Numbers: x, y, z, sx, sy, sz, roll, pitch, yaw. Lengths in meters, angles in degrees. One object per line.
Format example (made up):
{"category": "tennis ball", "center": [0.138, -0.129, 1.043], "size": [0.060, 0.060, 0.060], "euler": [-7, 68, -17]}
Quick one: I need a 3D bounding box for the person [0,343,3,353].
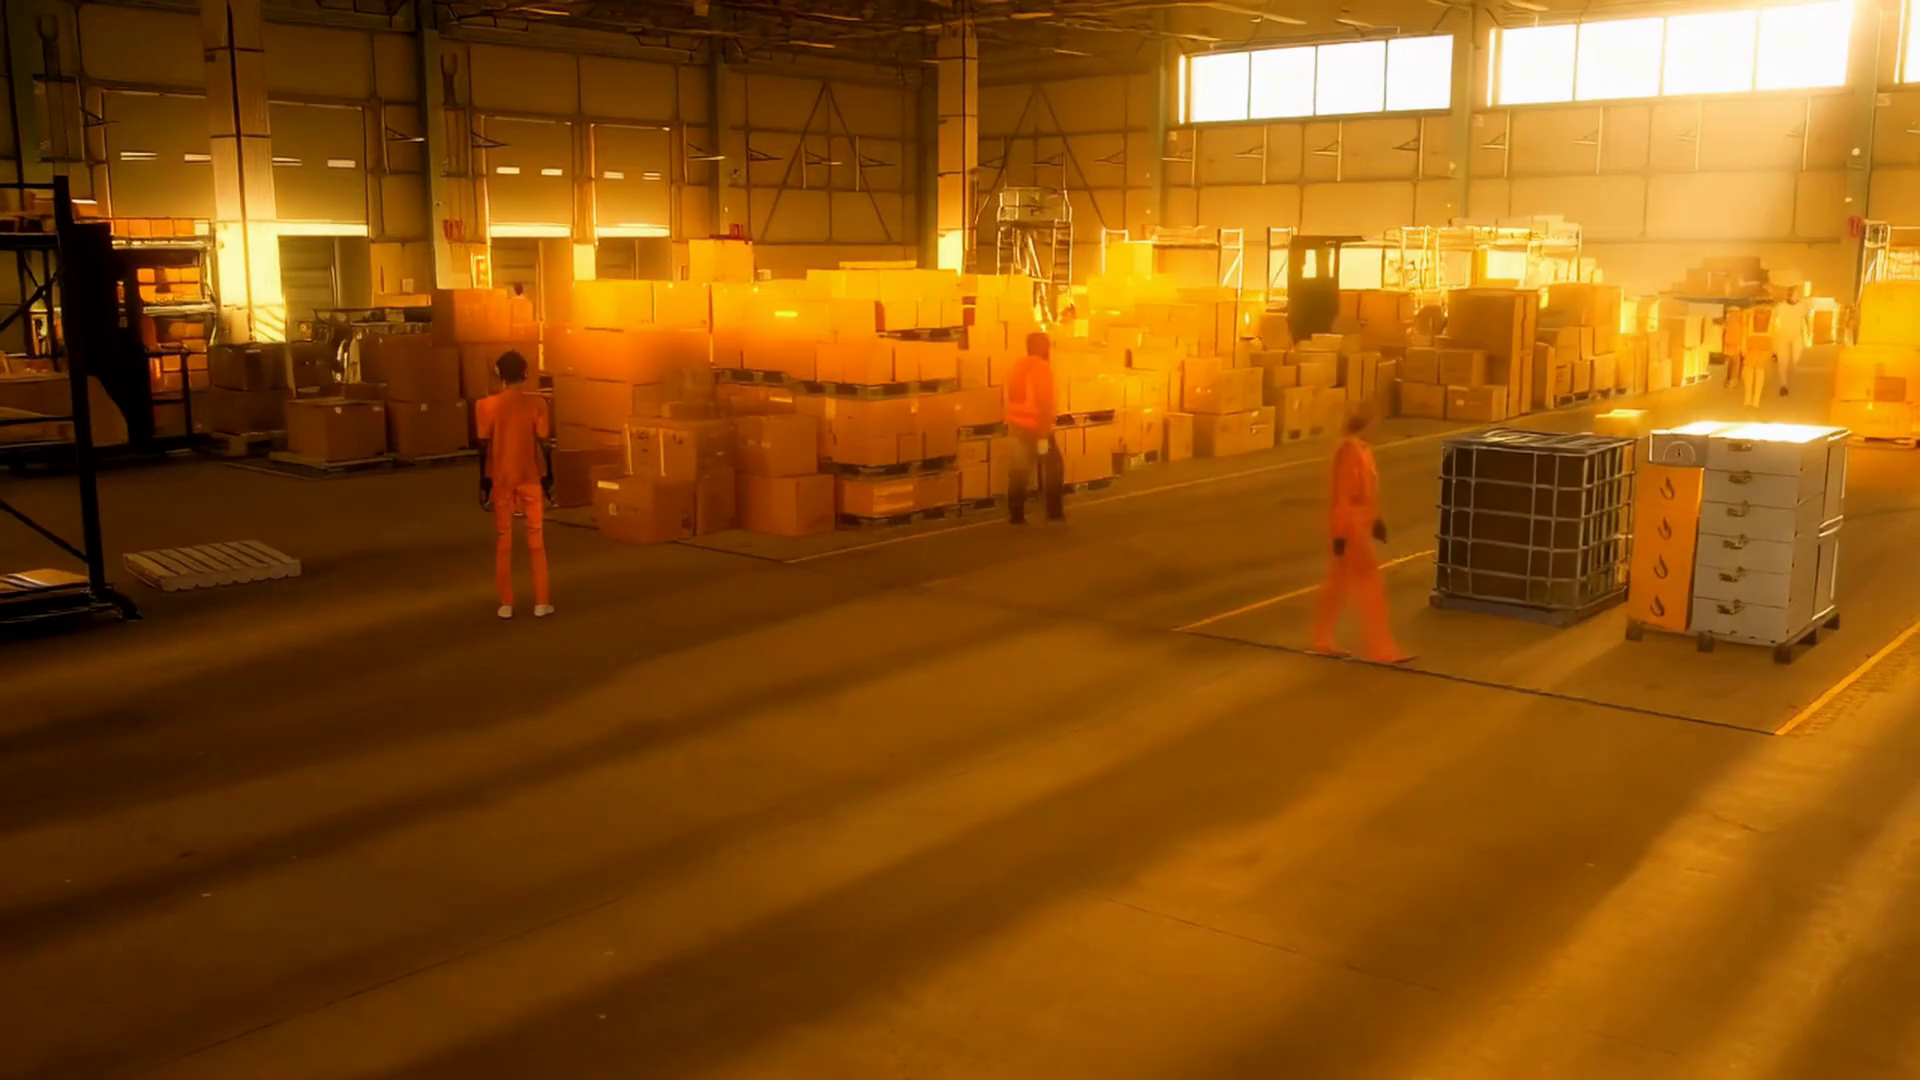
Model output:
{"category": "person", "center": [-17.945, -3.773, 30.733], "size": [0.608, 1.871, 0.983], "euler": [1, 10, 8]}

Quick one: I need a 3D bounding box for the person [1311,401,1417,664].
{"category": "person", "center": [2.532, -0.044, 10.251], "size": [0.760, 1.609, 0.530], "euler": [3, 11, 19]}

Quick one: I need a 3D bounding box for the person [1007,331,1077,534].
{"category": "person", "center": [0.738, -0.957, 14.891], "size": [0.781, 1.809, 0.649], "euler": [-6, 12, -33]}

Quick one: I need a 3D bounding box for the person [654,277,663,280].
{"category": "person", "center": [-6.506, -4.725, 36.016], "size": [0.636, 1.930, 0.371], "euler": [-4, 11, -23]}

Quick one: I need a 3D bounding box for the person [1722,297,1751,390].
{"category": "person", "center": [14.054, -3.544, 30.038], "size": [0.548, 1.649, 0.861], "euler": [4, 11, 20]}

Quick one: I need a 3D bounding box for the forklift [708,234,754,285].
{"category": "forklift", "center": [-4.754, -4.993, 34.817], "size": [1.129, 2.768, 1.873], "euler": [-2, 10, -12]}

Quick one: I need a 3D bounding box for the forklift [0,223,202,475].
{"category": "forklift", "center": [-10.007, -2.234, 19.112], "size": [1.129, 2.768, 1.873], "euler": [8, 13, 40]}

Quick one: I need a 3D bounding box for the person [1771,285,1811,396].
{"category": "person", "center": [14.451, -3.486, 29.033], "size": [0.638, 1.919, 0.819], "euler": [2, 10, 11]}

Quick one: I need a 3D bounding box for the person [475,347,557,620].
{"category": "person", "center": [-3.046, -0.383, 11.434], "size": [0.532, 1.876, 0.321], "euler": [-2, 10, -11]}

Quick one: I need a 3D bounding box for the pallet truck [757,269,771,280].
{"category": "pallet truck", "center": [-4.996, -6.432, 45.525], "size": [1.885, 1.965, 0.823], "euler": [-6, 12, -32]}

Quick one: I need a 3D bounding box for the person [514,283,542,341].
{"category": "person", "center": [-11.196, -5.773, 42.741], "size": [0.793, 1.664, 0.521], "euler": [-3, 10, -15]}

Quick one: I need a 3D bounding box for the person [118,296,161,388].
{"category": "person", "center": [-11.042, -2.326, 22.332], "size": [0.376, 1.934, 0.627], "euler": [7, 12, 33]}

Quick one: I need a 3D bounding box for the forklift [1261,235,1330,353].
{"category": "forklift", "center": [7.439, -5.133, 35.615], "size": [1.129, 2.768, 1.873], "euler": [-6, 12, -32]}

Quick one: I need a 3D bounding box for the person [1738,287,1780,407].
{"category": "person", "center": [12.884, -3.114, 26.846], "size": [0.581, 1.920, 0.535], "euler": [4, 11, 23]}
